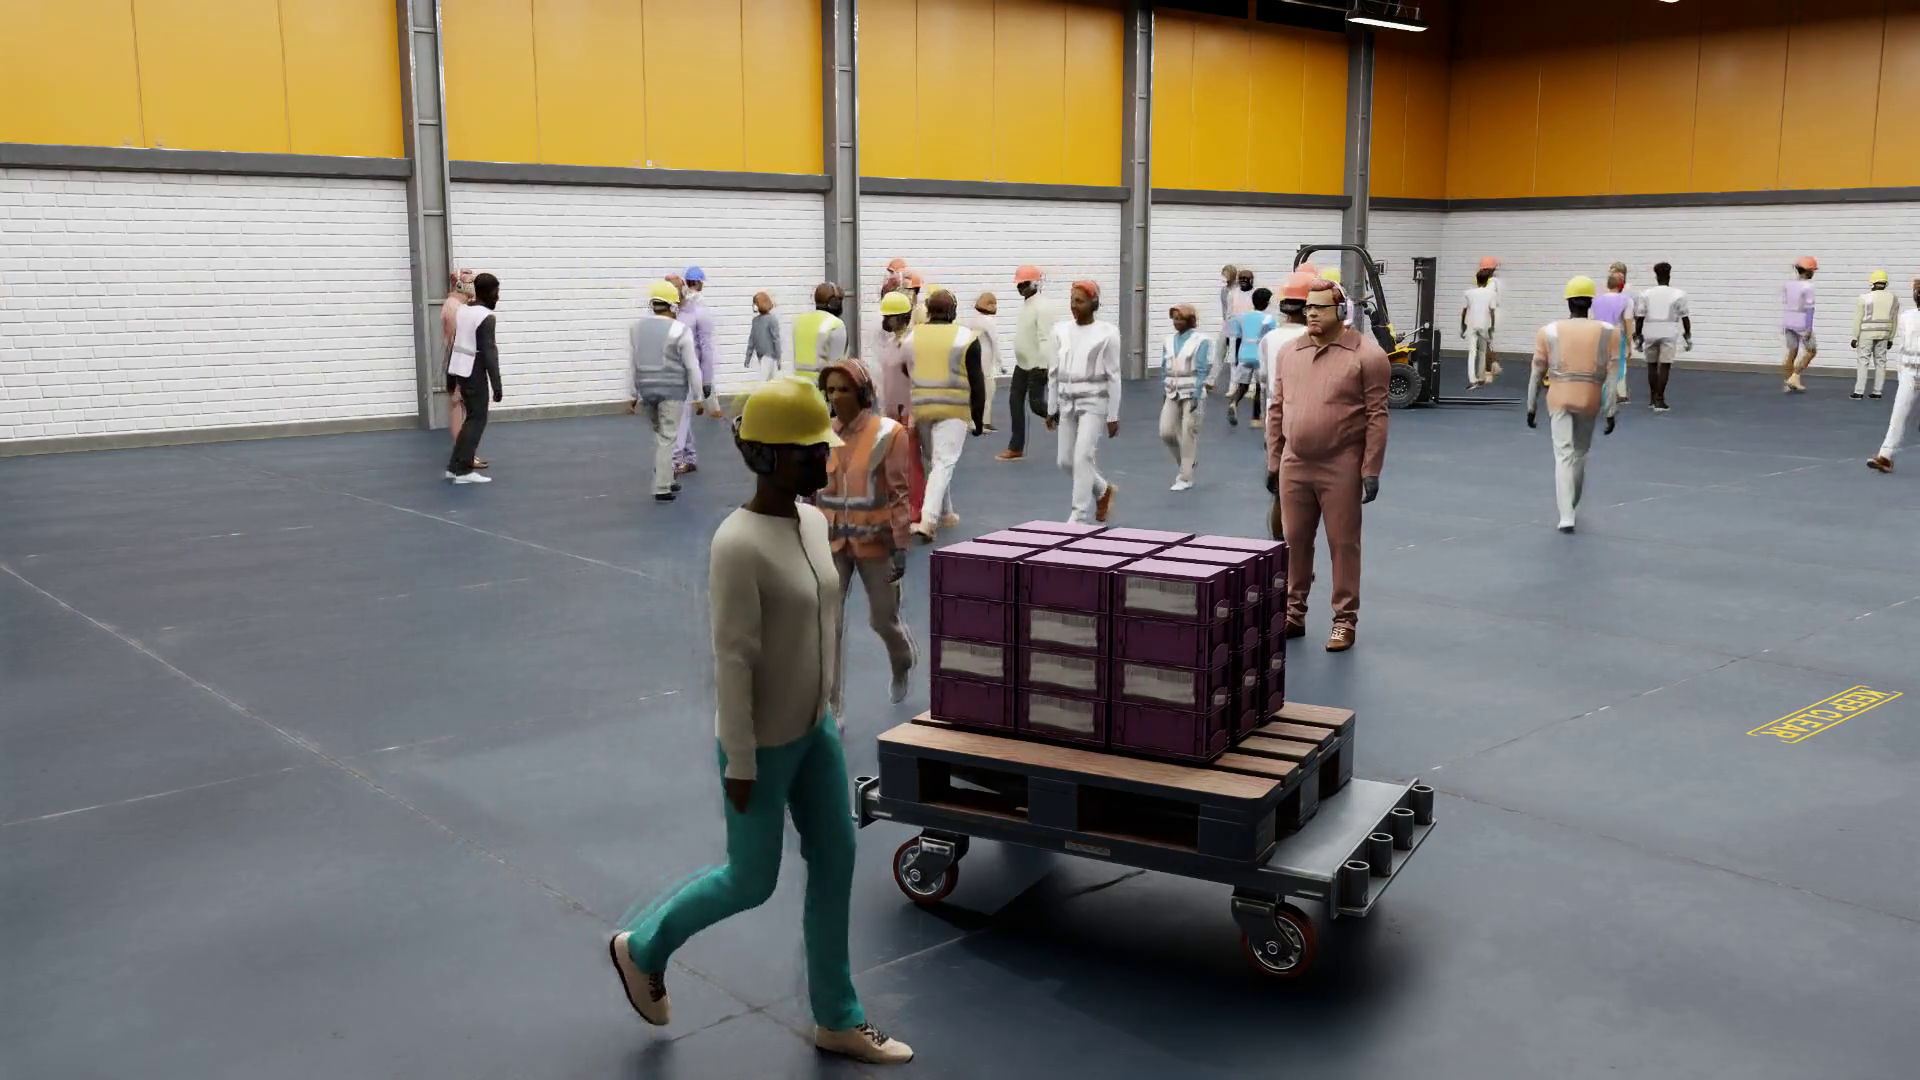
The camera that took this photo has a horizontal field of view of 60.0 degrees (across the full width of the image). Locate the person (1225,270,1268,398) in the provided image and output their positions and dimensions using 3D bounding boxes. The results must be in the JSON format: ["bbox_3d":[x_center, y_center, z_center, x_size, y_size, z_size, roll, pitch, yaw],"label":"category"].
[{"bbox_3d":[4.076,-2.939,23.771,0.633,1.833,0.430,6,11,30],"label":"person"}]

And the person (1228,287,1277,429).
[{"bbox_3d":[3.383,-2.091,19.286,0.531,1.670,0.650,7,12,35],"label":"person"}]

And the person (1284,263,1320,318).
[{"bbox_3d":[3.688,-2.006,17.966,1.027,1.935,0.653,-7,12,-37],"label":"person"}]

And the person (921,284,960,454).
[{"bbox_3d":[-0.241,-1.724,16.900,0.483,1.745,0.305,5,11,29],"label":"person"}]

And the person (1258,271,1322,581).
[{"bbox_3d":[2.077,-0.670,10.191,0.400,1.926,0.566,-8,12,-39],"label":"person"}]

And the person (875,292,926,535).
[{"bbox_3d":[-0.440,-0.911,12.085,0.328,1.765,0.532,-4,11,-24],"label":"person"}]

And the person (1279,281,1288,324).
[{"bbox_3d":[5.221,-3.309,26.505,0.286,1.633,0.499,9,13,44],"label":"person"}]

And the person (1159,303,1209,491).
[{"bbox_3d":[1.945,-1.232,14.380,0.413,1.623,0.513,-9,14,-44],"label":"person"}]

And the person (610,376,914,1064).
[{"bbox_3d":[-0.511,0.457,4.146,0.739,1.743,0.531,4,10,22],"label":"person"}]

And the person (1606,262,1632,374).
[{"bbox_3d":[9.535,-3.071,24.216,0.372,1.940,0.632,0,10,-3],"label":"person"}]

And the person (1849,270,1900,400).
[{"bbox_3d":[12.863,-2.874,23.415,0.596,1.827,0.403,0,10,1],"label":"person"}]

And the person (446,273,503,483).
[{"bbox_3d":[-4.319,-1.432,14.812,0.467,1.872,0.616,-7,12,-37],"label":"person"}]

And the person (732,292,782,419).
[{"bbox_3d":[-2.401,-2.204,20.158,0.870,1.579,0.524,-7,12,-35],"label":"person"}]

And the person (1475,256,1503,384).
[{"bbox_3d":[8.335,-3.478,26.354,0.425,2.020,0.619,4,10,20],"label":"person"}]

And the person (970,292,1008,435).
[{"bbox_3d":[0.336,-1.987,18.834,0.573,1.616,0.502,-4,11,-23],"label":"person"}]

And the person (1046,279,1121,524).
[{"bbox_3d":[0.923,-0.947,12.001,0.586,1.866,0.716,9,13,43],"label":"person"}]

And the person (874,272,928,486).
[{"bbox_3d":[-0.439,-1.324,14.174,0.726,1.885,0.648,0,10,-3],"label":"person"}]

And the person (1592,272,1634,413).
[{"bbox_3d":[8.254,-2.495,21.163,0.724,1.827,0.568,-6,11,-30],"label":"person"}]

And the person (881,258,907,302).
[{"bbox_3d":[-0.864,-2.893,23.012,0.391,1.993,0.619,-6,11,-32],"label":"person"}]

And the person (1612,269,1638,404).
[{"bbox_3d":[9.088,-2.807,22.984,0.629,1.833,0.657,-4,10,-21],"label":"person"}]

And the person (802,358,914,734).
[{"bbox_3d":[-0.423,0.017,7.113,0.513,1.607,0.770,2,10,14],"label":"person"}]

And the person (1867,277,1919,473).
[{"bbox_3d":[8.949,-1.529,15.501,0.975,1.834,0.597,-6,11,-29],"label":"person"}]

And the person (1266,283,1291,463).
[{"bbox_3d":[3.163,-1.577,15.984,0.330,1.765,0.533,-3,10,-17],"label":"person"}]

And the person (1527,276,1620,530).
[{"bbox_3d":[4.580,-1.027,12.447,0.609,1.872,1.015,2,10,14],"label":"person"}]

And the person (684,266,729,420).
[{"bbox_3d":[-3.319,-2.397,20.370,0.969,1.912,0.617,-9,13,-43],"label":"person"}]

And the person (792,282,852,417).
[{"bbox_3d":[-1.042,-1.125,13.182,0.567,1.816,0.631,-9,14,-44],"label":"person"}]

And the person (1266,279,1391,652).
[{"bbox_3d":[1.859,-0.383,8.576,0.654,1.906,0.406,8,12,38],"label":"person"}]

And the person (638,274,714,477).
[{"bbox_3d":[-2.618,-1.481,15.156,0.660,1.857,1.010,4,10,21],"label":"person"}]

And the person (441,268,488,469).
[{"bbox_3d":[-4.731,-1.640,15.934,0.402,1.911,0.638,-2,10,-13],"label":"person"}]

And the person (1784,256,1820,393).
[{"bbox_3d":[12.350,-3.148,24.430,0.420,2.028,0.605,-3,10,-15],"label":"person"}]

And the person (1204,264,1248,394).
[{"bbox_3d":[3.938,-3.075,24.361,1.004,1.888,0.639,-4,11,-23],"label":"person"}]

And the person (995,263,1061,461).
[{"bbox_3d":[0.784,-1.757,16.474,0.810,1.963,0.623,-4,11,-23],"label":"person"}]

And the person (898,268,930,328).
[{"bbox_3d":[-0.406,-1.531,15.261,0.638,1.918,0.550,-5,11,-27],"label":"person"}]

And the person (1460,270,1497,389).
[{"bbox_3d":[7.915,-3.210,25.452,0.540,1.800,1.006,4,10,22],"label":"person"}]

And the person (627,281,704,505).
[{"bbox_3d":[-2.367,-1.214,13.708,0.627,1.808,0.703,4,11,24],"label":"person"}]

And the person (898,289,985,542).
[{"bbox_3d":[-0.147,-0.900,11.953,0.617,1.796,0.984,4,10,21],"label":"person"}]

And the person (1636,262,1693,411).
[{"bbox_3d":[9.249,-2.663,21.812,0.689,1.945,0.541,8,12,38],"label":"person"}]

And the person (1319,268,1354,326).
[{"bbox_3d":[4.251,-2.196,19.268,0.596,1.871,0.997,7,12,36],"label":"person"}]

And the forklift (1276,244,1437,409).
[{"bbox_3d":[5.256,-2.933,22.661,2.313,2.155,1.214,3,10,16],"label":"forklift"}]

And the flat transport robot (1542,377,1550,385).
[{"bbox_3d":[9.454,-2.550,26.035,0.652,0.197,1.431,3,10,15],"label":"flat transport robot"}]
